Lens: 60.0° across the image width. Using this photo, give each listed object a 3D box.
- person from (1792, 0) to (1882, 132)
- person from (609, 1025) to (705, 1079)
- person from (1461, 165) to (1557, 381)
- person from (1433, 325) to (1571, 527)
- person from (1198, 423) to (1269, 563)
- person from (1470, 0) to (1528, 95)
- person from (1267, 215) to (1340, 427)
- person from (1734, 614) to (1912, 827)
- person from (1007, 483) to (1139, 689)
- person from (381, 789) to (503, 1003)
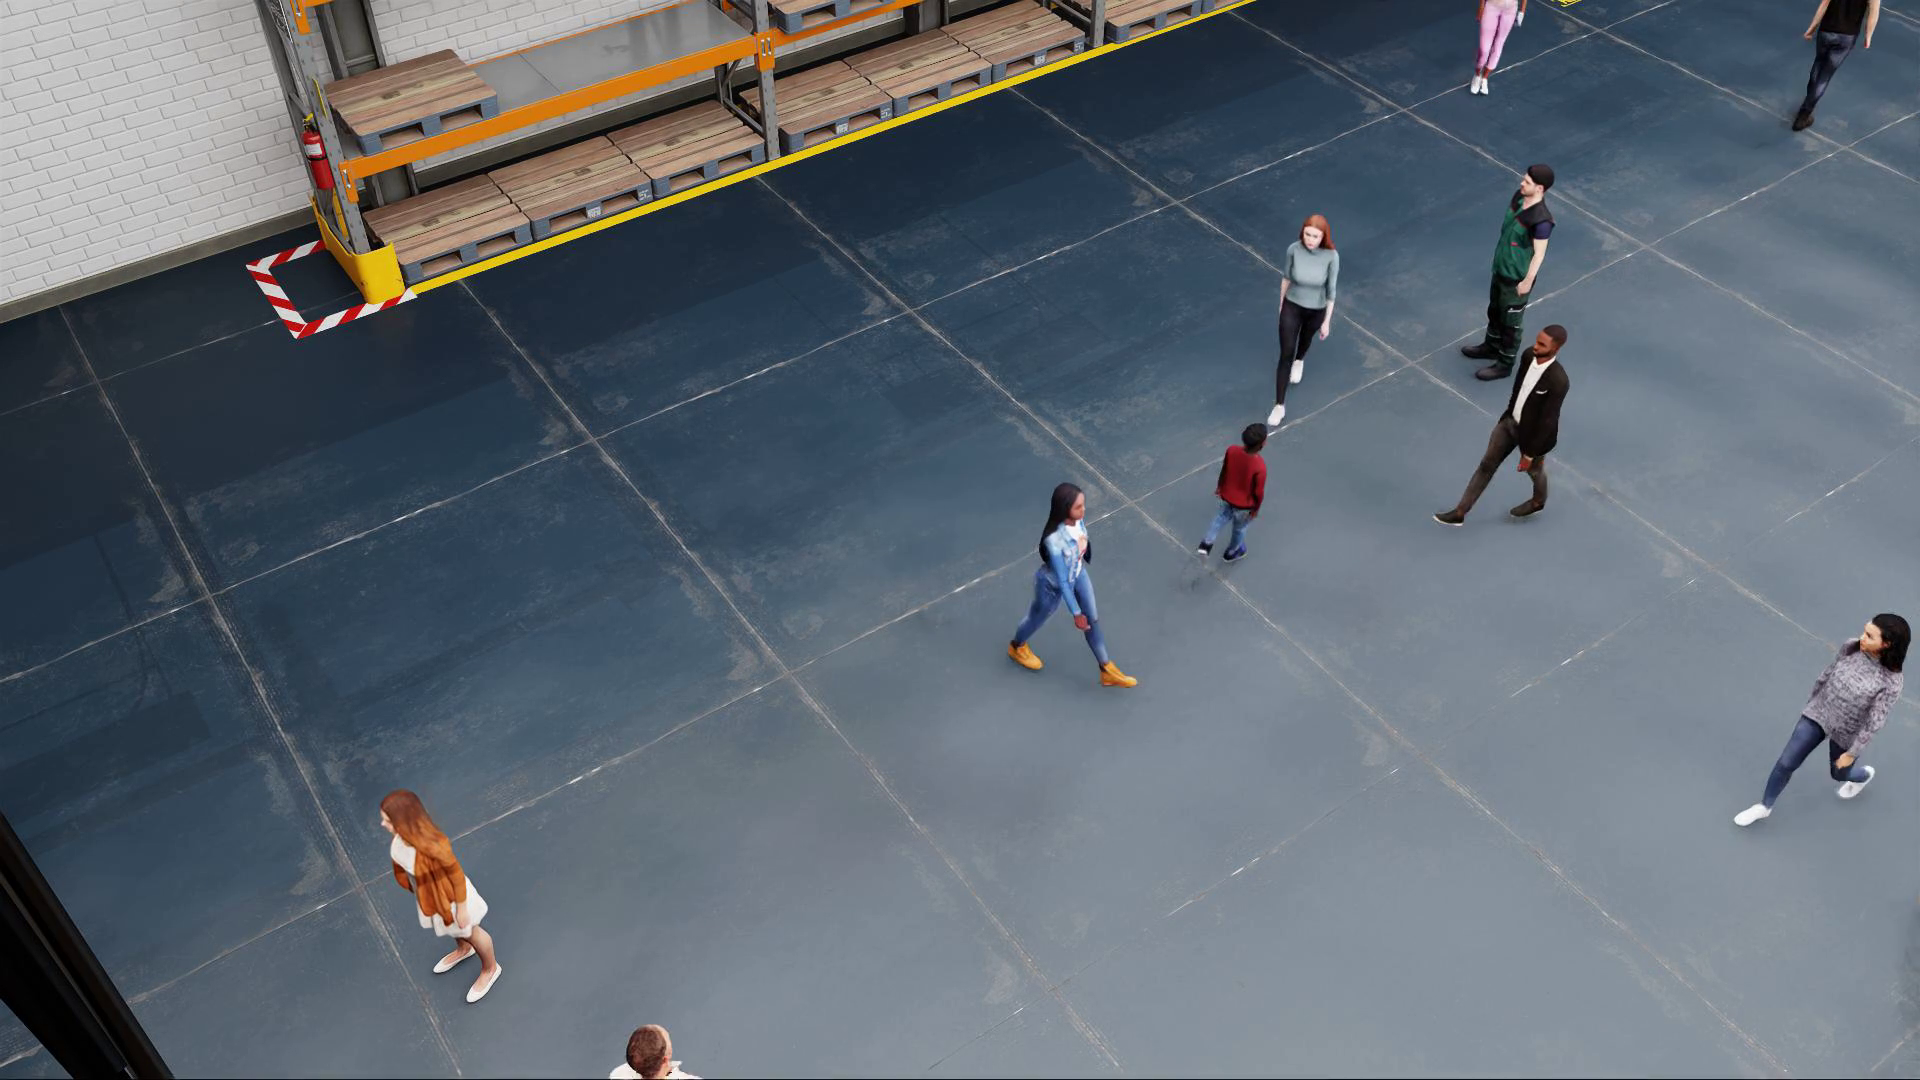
[{"bbox_3d":[8.369,-4.818,15.944,1.018,1.869,0.796,-34,53,-30],"label":"person"},{"bbox_3d":[-1.379,2.936,7.835,1.103,1.828,1.279,14,45,14],"label":"person"},{"bbox_3d":[4.376,-2.120,13.090,0.746,1.899,0.763,-5,44,-5],"label":"person"},{"bbox_3d":[4.087,-0.773,11.785,1.233,1.749,0.890,-14,45,-14],"label":"person"},{"bbox_3d":[1.915,-0.282,11.635,0.588,1.244,0.687,30,51,28],"label":"person"},{"bbox_3d":[5.358,-5.297,16.545,0.700,1.734,0.774,2,44,3],"label":"person"},{"bbox_3d":[2.695,-1.800,12.904,1.021,1.692,1.211,15,46,15],"label":"person"},{"bbox_3d":[5.268,1.085,9.872,1.151,1.698,0.744,-21,47,-21],"label":"person"},{"bbox_3d":[0.556,0.294,10.725,1.009,1.667,1.187,21,48,21],"label":"person"},{"bbox_3d":[-2.807,1.885,9.017,0.685,1.719,0.652,30,51,28],"label":"person"}]
